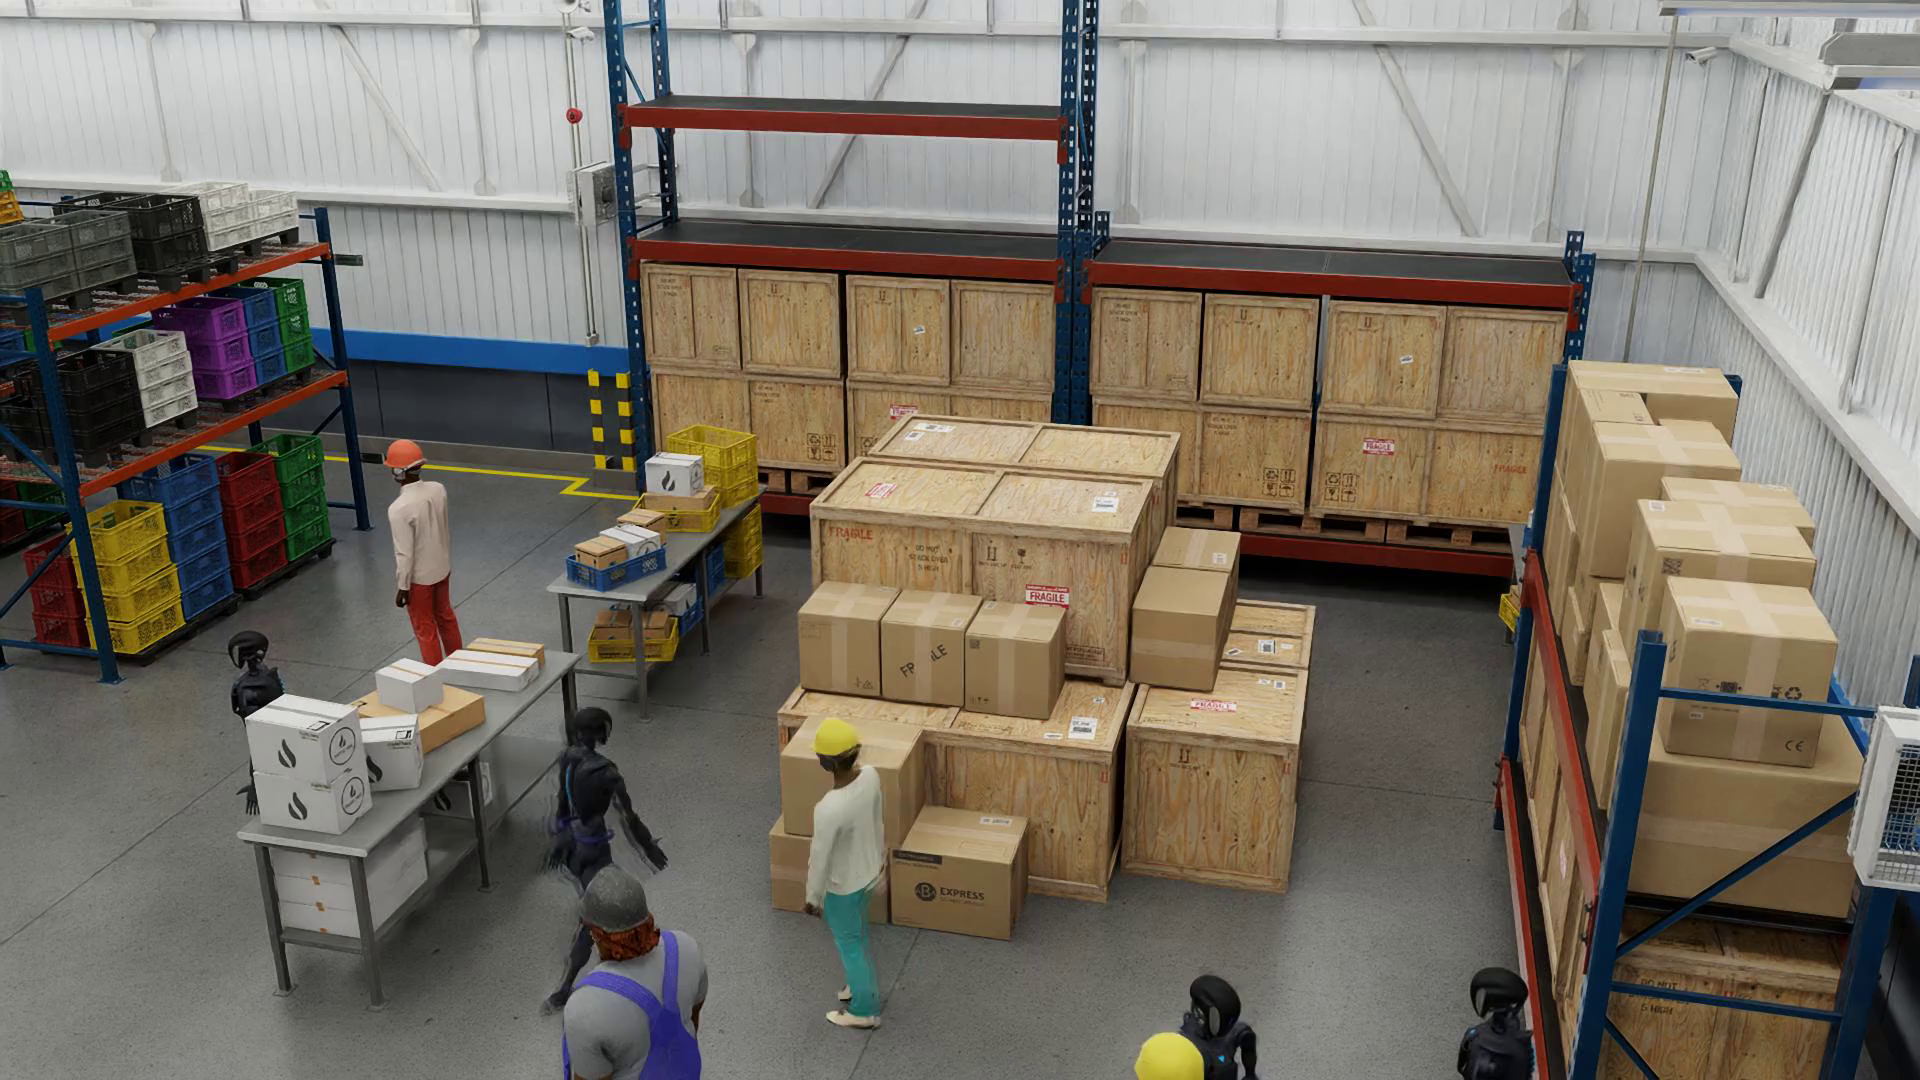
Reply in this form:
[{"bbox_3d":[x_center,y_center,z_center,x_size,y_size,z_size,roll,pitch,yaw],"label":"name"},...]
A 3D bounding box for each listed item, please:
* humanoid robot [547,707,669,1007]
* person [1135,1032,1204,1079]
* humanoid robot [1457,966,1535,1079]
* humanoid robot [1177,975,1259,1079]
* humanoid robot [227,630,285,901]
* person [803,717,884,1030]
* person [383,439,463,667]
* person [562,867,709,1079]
[{"bbox_3d":[-1.950,1.646,8.835,0.769,1.620,0.550,-17,27,-38],"label":"humanoid robot"},{"bbox_3d":[0.707,2.578,5.997,0.609,1.909,0.419,-11,23,-26],"label":"person"},{"bbox_3d":[2.110,2.440,6.689,0.361,1.649,0.563,10,23,25],"label":"humanoid robot"},{"bbox_3d":[0.939,2.452,6.657,0.587,1.651,0.325,-13,24,-30],"label":"humanoid robot"},{"bbox_3d":[-4.033,1.294,9.669,0.327,1.657,0.589,-6,22,-16],"label":"humanoid robot"},{"bbox_3d":[-0.608,1.711,8.494,0.444,1.746,0.539,10,23,24],"label":"person"},{"bbox_3d":[-3.893,0.234,12.019,0.395,1.992,0.620,6,22,15],"label":"person"},{"bbox_3d":[-1.352,2.222,6.753,0.537,2.000,0.677,14,25,33],"label":"person"}]
